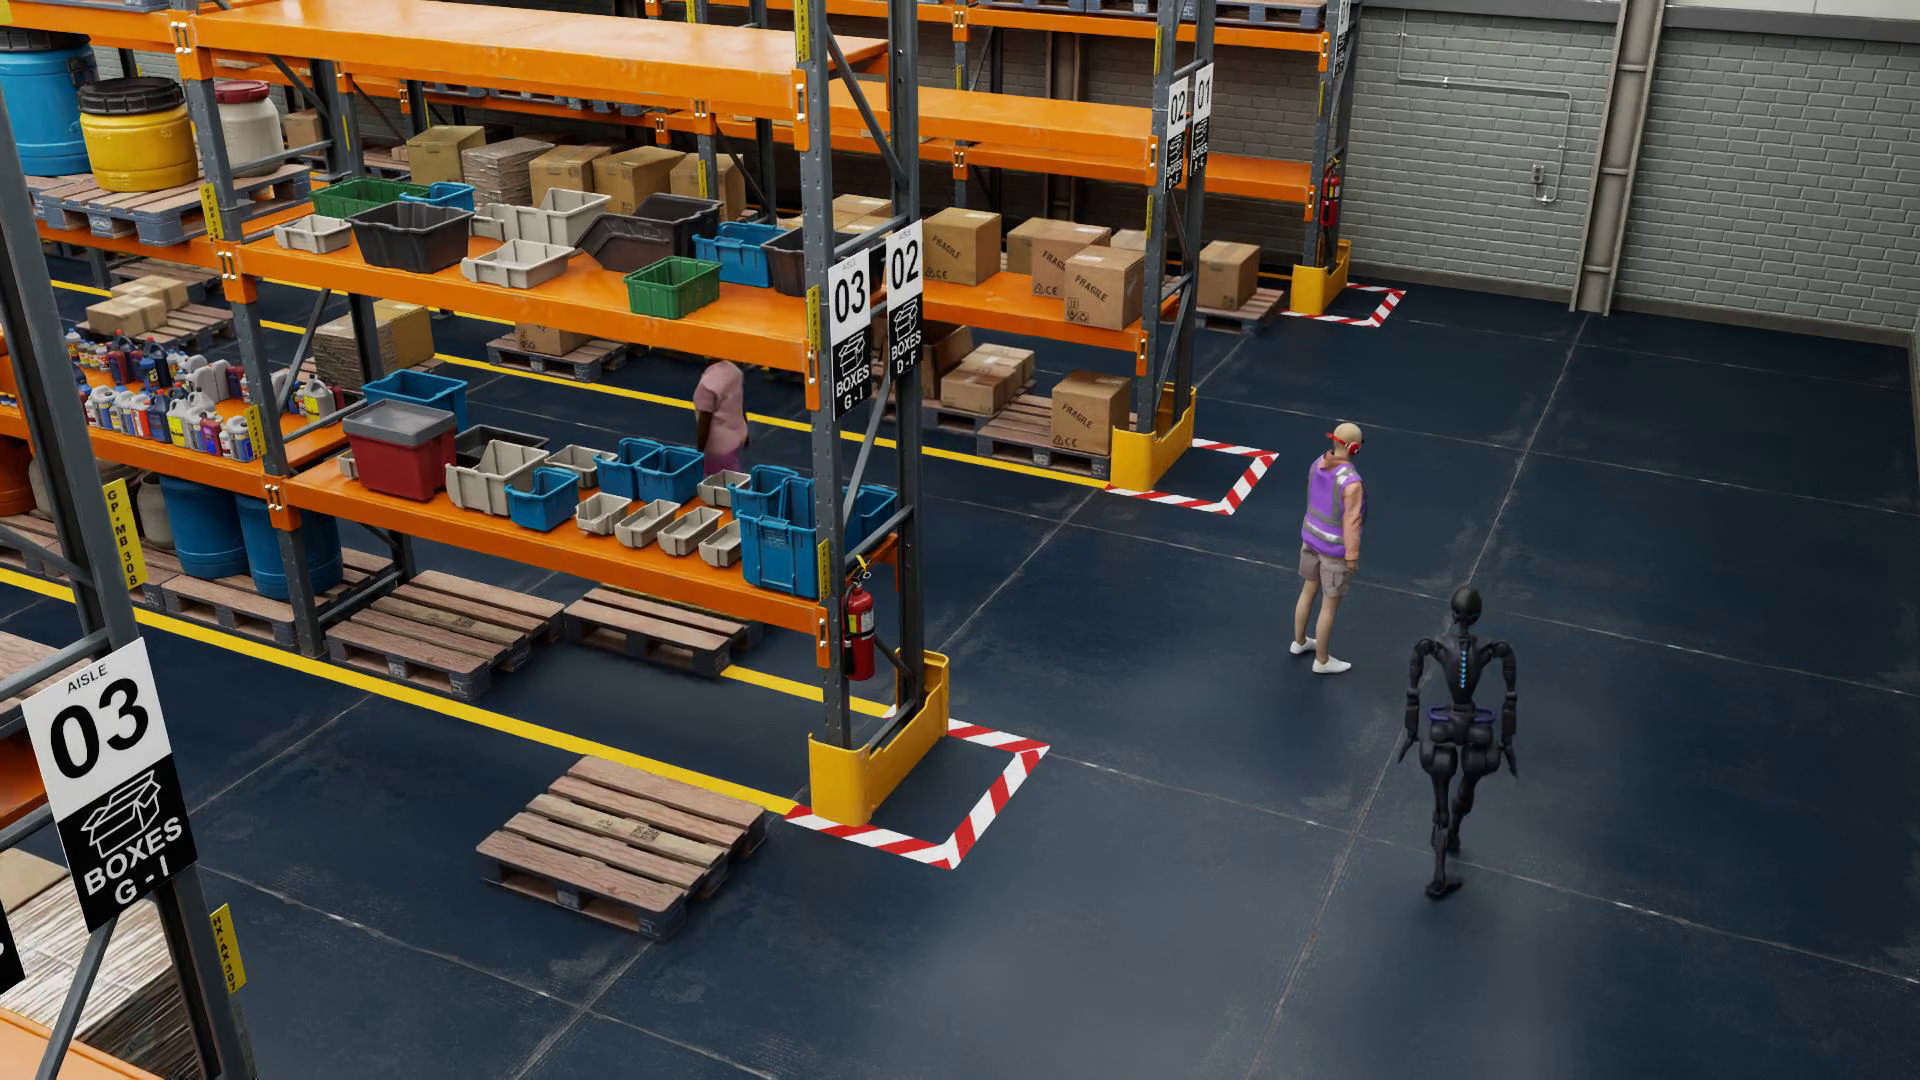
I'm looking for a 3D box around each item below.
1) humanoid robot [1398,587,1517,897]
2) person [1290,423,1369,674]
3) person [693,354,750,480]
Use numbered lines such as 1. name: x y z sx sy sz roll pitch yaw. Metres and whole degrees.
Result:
1. humanoid robot: 2.612 1.030 8.674 0.601 1.619 0.671 5 27 11
2. person: 2.361 0.047 10.611 0.351 1.688 0.489 -11 28 -21
3. person: -1.661 -0.692 12.030 0.908 1.764 0.512 7 27 15
